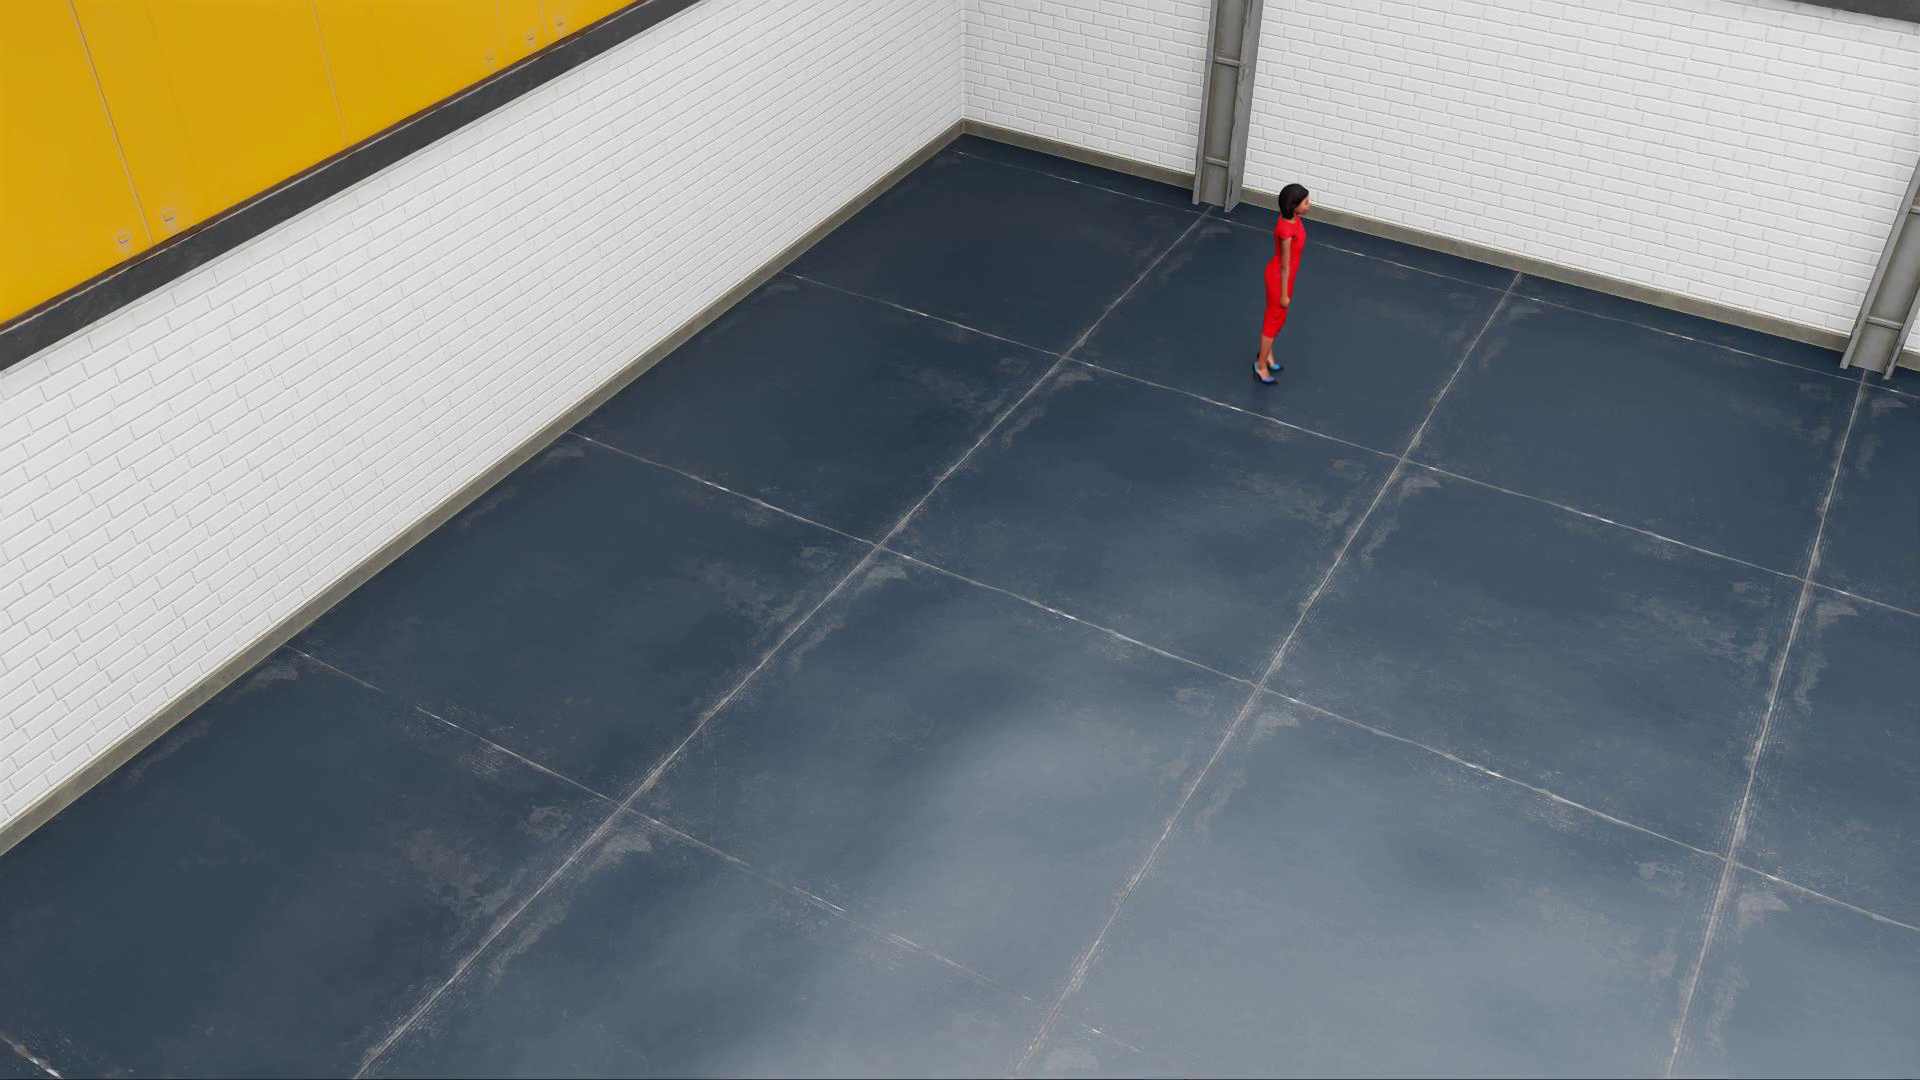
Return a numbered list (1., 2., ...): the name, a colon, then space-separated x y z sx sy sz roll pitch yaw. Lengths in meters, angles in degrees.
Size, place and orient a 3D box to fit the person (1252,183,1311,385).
1. person: 2.609 -2.096 13.559 0.573 1.741 0.611 11 40 13
